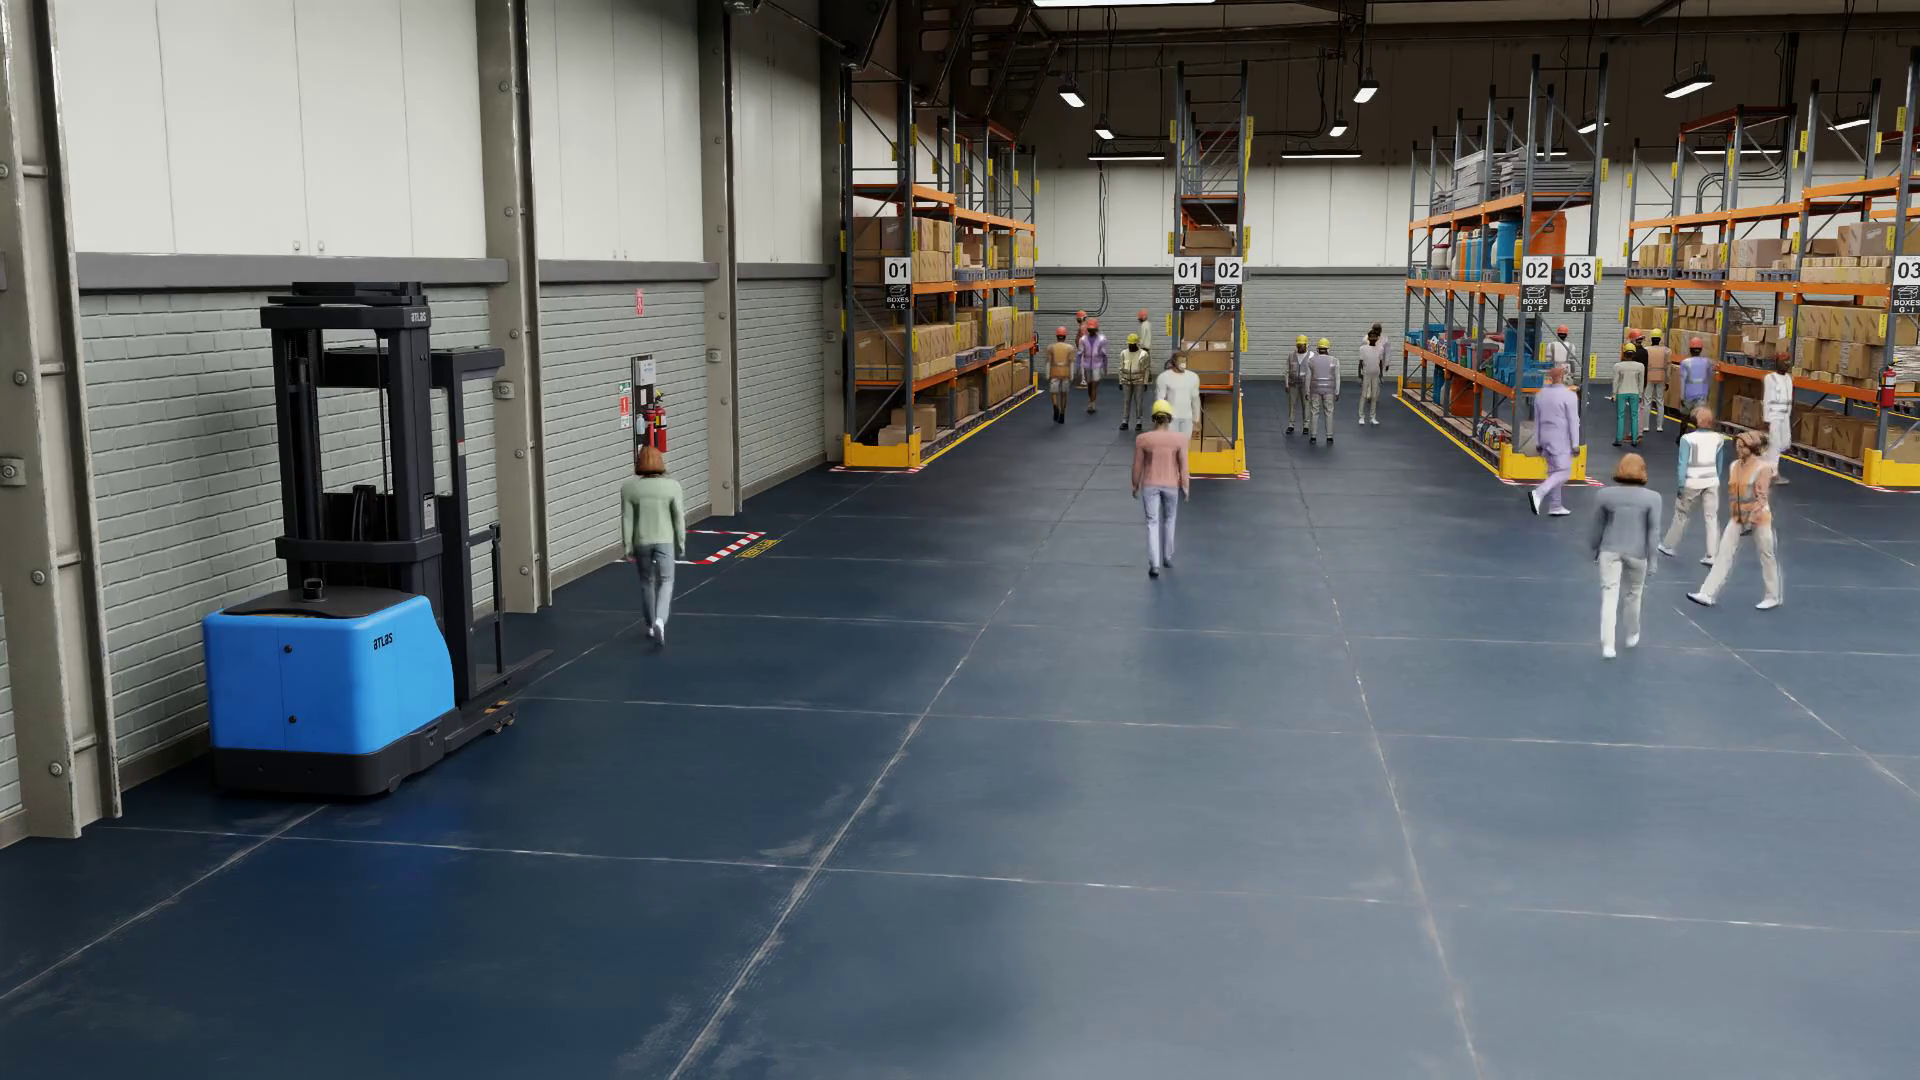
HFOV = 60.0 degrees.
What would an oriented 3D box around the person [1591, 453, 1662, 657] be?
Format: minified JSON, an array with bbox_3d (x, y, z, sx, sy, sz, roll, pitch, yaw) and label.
[{"bbox_3d":[5.222,0.108,13.079,0.516,1.583,0.852,5,11,29],"label":"person"}]

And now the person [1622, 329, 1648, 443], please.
[{"bbox_3d":[11.897,-2.721,29.299,0.391,1.991,0.613,8,12,39],"label":"person"}]

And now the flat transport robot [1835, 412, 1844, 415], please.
[{"bbox_3d":[16.802,-2.408,32.790,1.431,0.197,0.652,0,9,1],"label":"flat transport robot"}]

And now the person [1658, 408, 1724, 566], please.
[{"bbox_3d":[7.608,-0.568,17.222,0.547,1.596,0.839,-1,9,-8],"label":"person"}]

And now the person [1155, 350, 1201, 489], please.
[{"bbox_3d":[3.028,-1.684,23.115,0.632,1.924,0.496,-3,10,-18],"label":"person"}]

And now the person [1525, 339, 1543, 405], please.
[{"bbox_3d":[12.800,-4.037,37.513,0.637,1.953,0.562,1,9,7],"label":"person"}]

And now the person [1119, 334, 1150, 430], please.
[{"bbox_3d":[3.290,-3.001,31.555,0.591,1.819,0.404,4,10,23],"label":"person"}]

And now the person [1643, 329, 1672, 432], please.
[{"bbox_3d":[12.985,-2.987,31.133,0.585,1.928,0.379,2,9,10],"label":"person"}]

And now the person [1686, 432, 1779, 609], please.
[{"bbox_3d":[6.950,-0.159,14.747,0.880,1.585,0.513,-3,10,-18],"label":"person"}]

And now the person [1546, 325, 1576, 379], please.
[{"bbox_3d":[12.118,-3.376,33.605,0.576,1.896,0.915,3,10,16],"label":"person"}]

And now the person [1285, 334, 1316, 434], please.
[{"bbox_3d":[6.303,-2.885,30.796,0.588,1.833,0.404,3,10,20],"label":"person"}]

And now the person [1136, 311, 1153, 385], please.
[{"bbox_3d":[4.851,-5.110,44.244,0.676,1.948,0.652,2,9,10],"label":"person"}]

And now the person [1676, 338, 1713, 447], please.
[{"bbox_3d":[12.345,-2.448,27.954,0.557,1.874,1.027,2,9,10],"label":"person"}]

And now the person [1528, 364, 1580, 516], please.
[{"bbox_3d":[7.240,-1.206,20.276,0.709,1.885,0.654,-3,10,-20],"label":"person"}]

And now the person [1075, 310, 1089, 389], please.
[{"bbox_3d":[3.121,-4.888,42.650,0.396,1.992,0.623,1,9,9],"label":"person"}]

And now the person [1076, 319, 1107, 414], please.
[{"bbox_3d":[2.799,-3.672,35.201,0.624,1.987,1.072,2,10,15],"label":"person"}]

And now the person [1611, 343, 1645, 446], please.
[{"bbox_3d":[11.474,-2.497,28.611,0.526,1.769,0.330,1,9,8],"label":"person"}]

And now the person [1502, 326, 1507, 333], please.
[{"bbox_3d":[13.743,-4.552,41.694,0.503,1.624,0.527,7,11,36],"label":"person"}]

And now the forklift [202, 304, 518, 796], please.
[{"bbox_3d":[-3.673,-0.038,10.147,1.129,2.768,1.873,1,9,9],"label":"forklift"}]

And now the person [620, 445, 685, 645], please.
[{"bbox_3d":[-2.487,0.035,13.451,0.504,1.609,0.736,0,9,-3],"label":"person"}]

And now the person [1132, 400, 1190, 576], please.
[{"bbox_3d":[2.000,-0.537,16.641,0.565,1.724,0.882,0,9,2],"label":"person"}]

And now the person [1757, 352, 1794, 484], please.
[{"bbox_3d":[11.583,-1.745,23.661,0.581,1.867,0.566,-4,10,-25],"label":"person"}]

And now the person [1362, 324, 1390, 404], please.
[{"bbox_3d":[9.480,-4.016,37.940,0.632,1.784,0.988,2,9,11],"label":"person"}]

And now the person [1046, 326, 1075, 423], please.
[{"bbox_3d":[1.987,-3.260,32.838,0.556,1.918,0.556,1,9,3],"label":"person"}]

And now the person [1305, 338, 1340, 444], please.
[{"bbox_3d":[6.339,-2.607,29.091,0.601,1.828,0.404,2,9,12],"label":"person"}]

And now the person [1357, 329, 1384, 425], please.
[{"bbox_3d":[8.057,-3.193,32.604,0.534,1.864,0.310,-1,9,-6],"label":"person"}]
